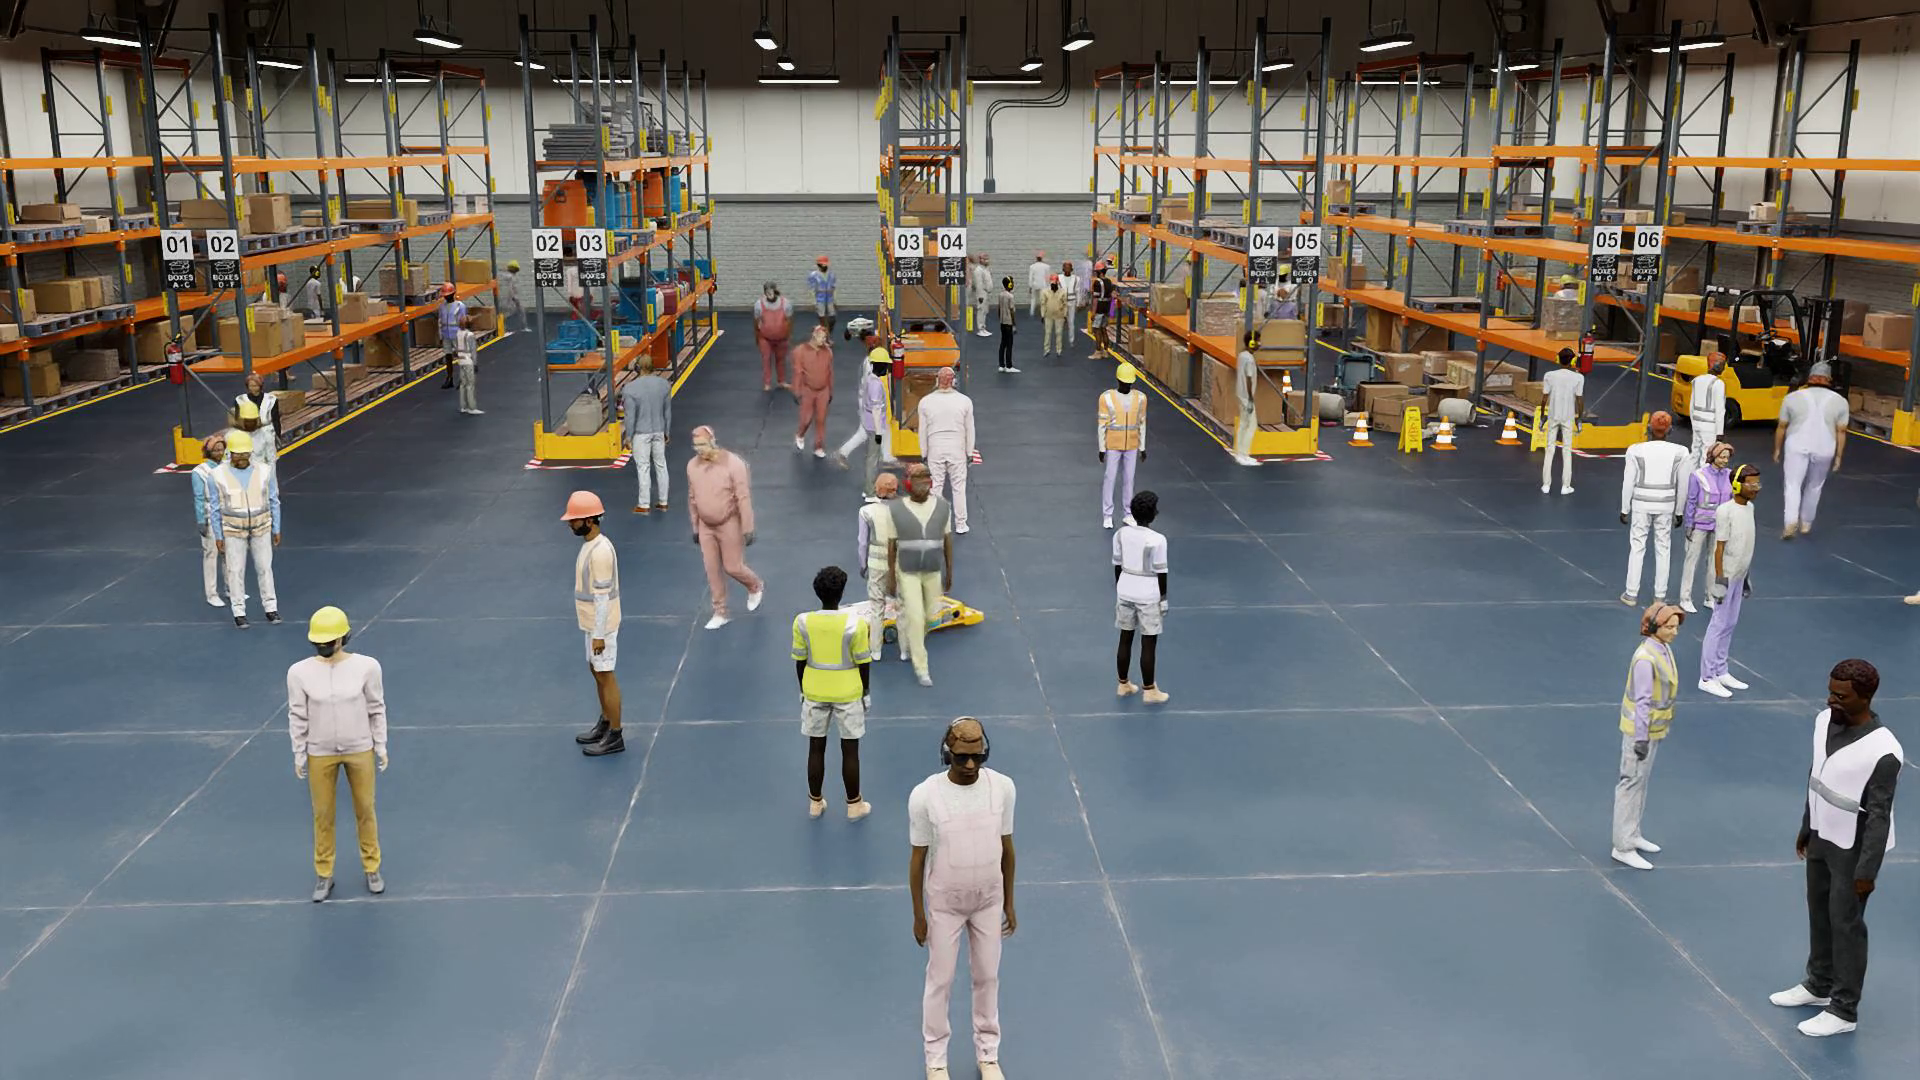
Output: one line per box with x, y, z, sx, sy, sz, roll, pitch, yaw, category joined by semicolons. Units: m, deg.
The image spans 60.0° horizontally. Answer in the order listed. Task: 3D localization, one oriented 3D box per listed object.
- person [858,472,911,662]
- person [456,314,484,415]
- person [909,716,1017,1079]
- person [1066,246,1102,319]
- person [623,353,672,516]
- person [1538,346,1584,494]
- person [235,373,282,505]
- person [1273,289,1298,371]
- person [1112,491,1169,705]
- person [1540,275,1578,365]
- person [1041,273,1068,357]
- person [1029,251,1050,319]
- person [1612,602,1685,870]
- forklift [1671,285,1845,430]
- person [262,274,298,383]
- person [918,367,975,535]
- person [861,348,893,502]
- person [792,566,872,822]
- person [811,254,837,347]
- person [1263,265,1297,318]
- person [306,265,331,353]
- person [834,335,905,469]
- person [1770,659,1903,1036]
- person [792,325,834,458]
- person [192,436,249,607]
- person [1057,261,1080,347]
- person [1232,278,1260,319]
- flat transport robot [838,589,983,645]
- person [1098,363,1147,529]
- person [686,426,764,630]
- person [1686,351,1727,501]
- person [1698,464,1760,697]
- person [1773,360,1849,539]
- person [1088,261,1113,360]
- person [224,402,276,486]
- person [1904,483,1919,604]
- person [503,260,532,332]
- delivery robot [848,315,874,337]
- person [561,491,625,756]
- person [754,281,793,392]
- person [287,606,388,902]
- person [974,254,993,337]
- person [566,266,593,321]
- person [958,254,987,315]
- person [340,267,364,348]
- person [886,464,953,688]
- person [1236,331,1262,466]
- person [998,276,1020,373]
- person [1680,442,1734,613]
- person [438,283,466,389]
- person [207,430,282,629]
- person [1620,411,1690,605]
-0.606;0.237;14.128;0.514;1.639;0.309;1;13;2;person
-8.088;-2.883;27.342;0.311;1.638;0.523;-13;18;-43;person
0.015;1.671;7.637;0.501;1.838;0.341;-4;14;-17;person
3.076;-6.097;40.207;0.912;2.003;0.593;-5;14;-21;person
-3.724;-1.261;19.831;0.630;1.940;0.372;-11;17;-40;person
7.608;-1.514;21.050;0.533;1.869;0.311;7;15;26;person
-8.544;-1.218;20.289;0.514;1.639;0.314;-6;15;-24;person
6.382;-4.120;32.650;0.524;1.612;0.315;9;16;35;person
1.426;0.450;13.097;0.322;1.697;0.531;-12;18;-42;person
12.148;-4.452;33.637;0.612;1.792;0.859;-3;14;-11;person
1.968;-4.696;34.779;0.568;1.748;0.340;2;13;6;person
2.043;-6.556;42.765;0.568;1.708;0.871;-3;14;-14;person
4.193;1.174;10.163;0.314;1.636;0.515;9;16;32;person
12.503;-2.886;26.166;2.313;2.155;1.214;-1;13;-3;forklift
-12.694;-3.922;30.975;0.425;2.003;0.667;5;14;21;person
-0.148;-1.002;18.801;0.643;1.909;0.410;0;13;2;person
-1.025;-1.425;20.582;0.402;1.917;0.583;-2;13;-8;person
-0.818;0.998;10.775;0.533;1.698;0.318;3;14;13;person
-2.963;-5.243;36.503;0.619;2.028;0.440;-7;15;-26;person
6.698;-4.807;34.937;0.609;1.896;0.766;11;17;40;person
-13.745;-4.928;35.541;0.510;1.861;0.328;11;17;38;person
-1.248;-1.863;22.589;0.907;1.852;0.583;0;13;0;person
4.359;1.499;8.203;0.397;1.911;0.588;-1;13;-2;person
-2.085;-2.120;23.599;0.658;1.875;0.553;-7;15;-27;person
-7.091;-0.189;15.933;0.310;1.636;0.523;6;14;22;person
2.347;-5.165;36.480;0.585;1.882;0.337;0;13;1;person
5.574;-4.280;32.872;0.669;1.823;0.549;-1;13;-6;person
-0.549;0.693;15.123;1.431;0.197;0.652;-10;16;-35;flat transport robot
1.871;-1.089;19.140;0.585;1.920;0.373;-3;14;-14;person
-2.153;-0.141;15.244;0.698;1.873;0.634;7;15;26;person
9.166;-1.369;20.396;0.355;1.887;0.574;-3;14;-11;person
6.192;0.312;13.312;0.507;1.872;0.329;-12;18;-40;person
9.524;-1.029;18.628;0.695;2.000;0.908;6;14;23;person
2.899;-4.731;34.350;0.410;2.028;0.616;10;16;36;person
-7.433;-0.600;17.469;0.505;1.720;0.368;-7;15;-27;person
9.265;-0.233;15.703;0.429;1.838;0.622;0;13;-1;person
-10.616;-5.795;39.516;0.747;1.712;0.487;4;14;17;person
-2.263;-4.892;37.973;0.477;0.478;0.707;7;15;27;delivery robot
-2.643;0.595;12.001;0.378;1.930;0.538;-5;14;-20;person
-3.365;-3.726;30.053;0.701;2.000;0.713;-3;14;-11;person
-3.591;1.230;9.650;0.528;1.765;0.328;-4;14;-18;person
0.560;-5.699;38.699;0.409;1.909;0.641;3;14;13;person
-8.809;-5.725;38.714;0.664;1.960;0.825;-10;17;-37;person
0.307;-6.679;43.526;0.868;1.595;0.514;1;13;2;person
-13.293;-5.124;36.387;0.564;1.846;0.394;6;15;24;person
-0.349;0.251;13.675;0.566;1.822;0.678;-5;14;-20;person
3.987;-1.960;22.974;0.334;1.859;0.533;-1;13;-5;person
0.942;-4.207;32.446;0.328;1.876;0.514;-8;16;-32;person
7.053;-0.119;15.655;0.514;1.634;0.313;-2;13;-8;person
-9.212;-3.694;30.157;0.542;1.929;0.368;3;14;12;person
-6.499;-0.102;15.166;0.594;1.824;0.403;-8;16;-32;person
6.602;-0.294;15.850;0.583;1.882;0.350;3;14;13;person
